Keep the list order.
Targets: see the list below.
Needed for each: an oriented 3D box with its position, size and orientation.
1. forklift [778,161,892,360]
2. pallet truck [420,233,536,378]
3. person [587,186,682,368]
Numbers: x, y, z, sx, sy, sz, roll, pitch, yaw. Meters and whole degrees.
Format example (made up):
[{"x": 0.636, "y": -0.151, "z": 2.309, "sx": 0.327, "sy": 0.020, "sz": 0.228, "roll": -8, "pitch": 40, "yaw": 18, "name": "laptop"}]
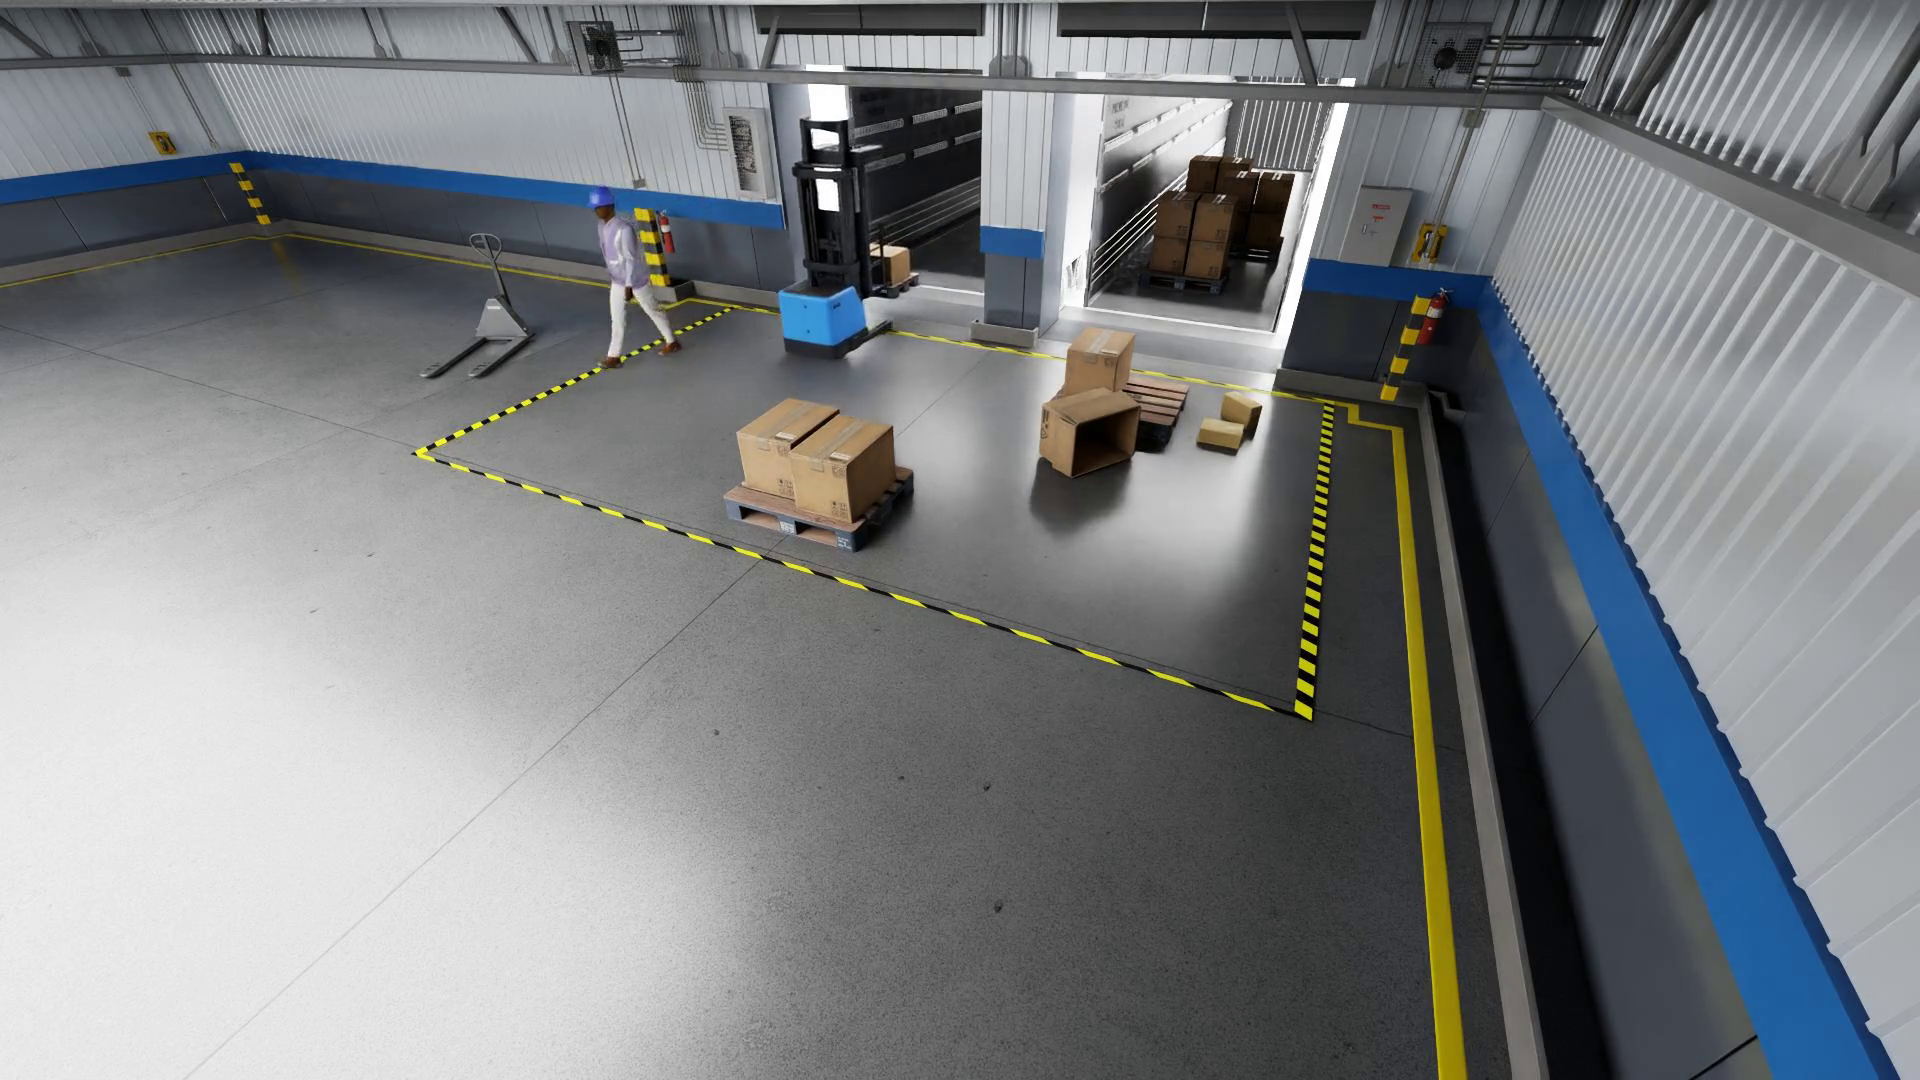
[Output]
[{"x": -1.588, "y": -3.170, "z": 8.378, "sx": 0.716, "sy": 2.013, "sz": 0.776, "roll": 15, "pitch": 38, "yaw": 20, "name": "forklift"}, {"x": -5.664, "y": -2.712, "z": 8.427, "sx": 0.680, "sy": 1.201, "sz": 1.601, "roll": 0, "pitch": 35, "yaw": -1, "name": "pallet truck"}, {"x": -3.714, "y": -2.850, "z": 8.055, "sx": 0.610, "sy": 1.886, "sz": 1.038, "roll": 19, "pitch": 40, "yaw": 25, "name": "person"}]
